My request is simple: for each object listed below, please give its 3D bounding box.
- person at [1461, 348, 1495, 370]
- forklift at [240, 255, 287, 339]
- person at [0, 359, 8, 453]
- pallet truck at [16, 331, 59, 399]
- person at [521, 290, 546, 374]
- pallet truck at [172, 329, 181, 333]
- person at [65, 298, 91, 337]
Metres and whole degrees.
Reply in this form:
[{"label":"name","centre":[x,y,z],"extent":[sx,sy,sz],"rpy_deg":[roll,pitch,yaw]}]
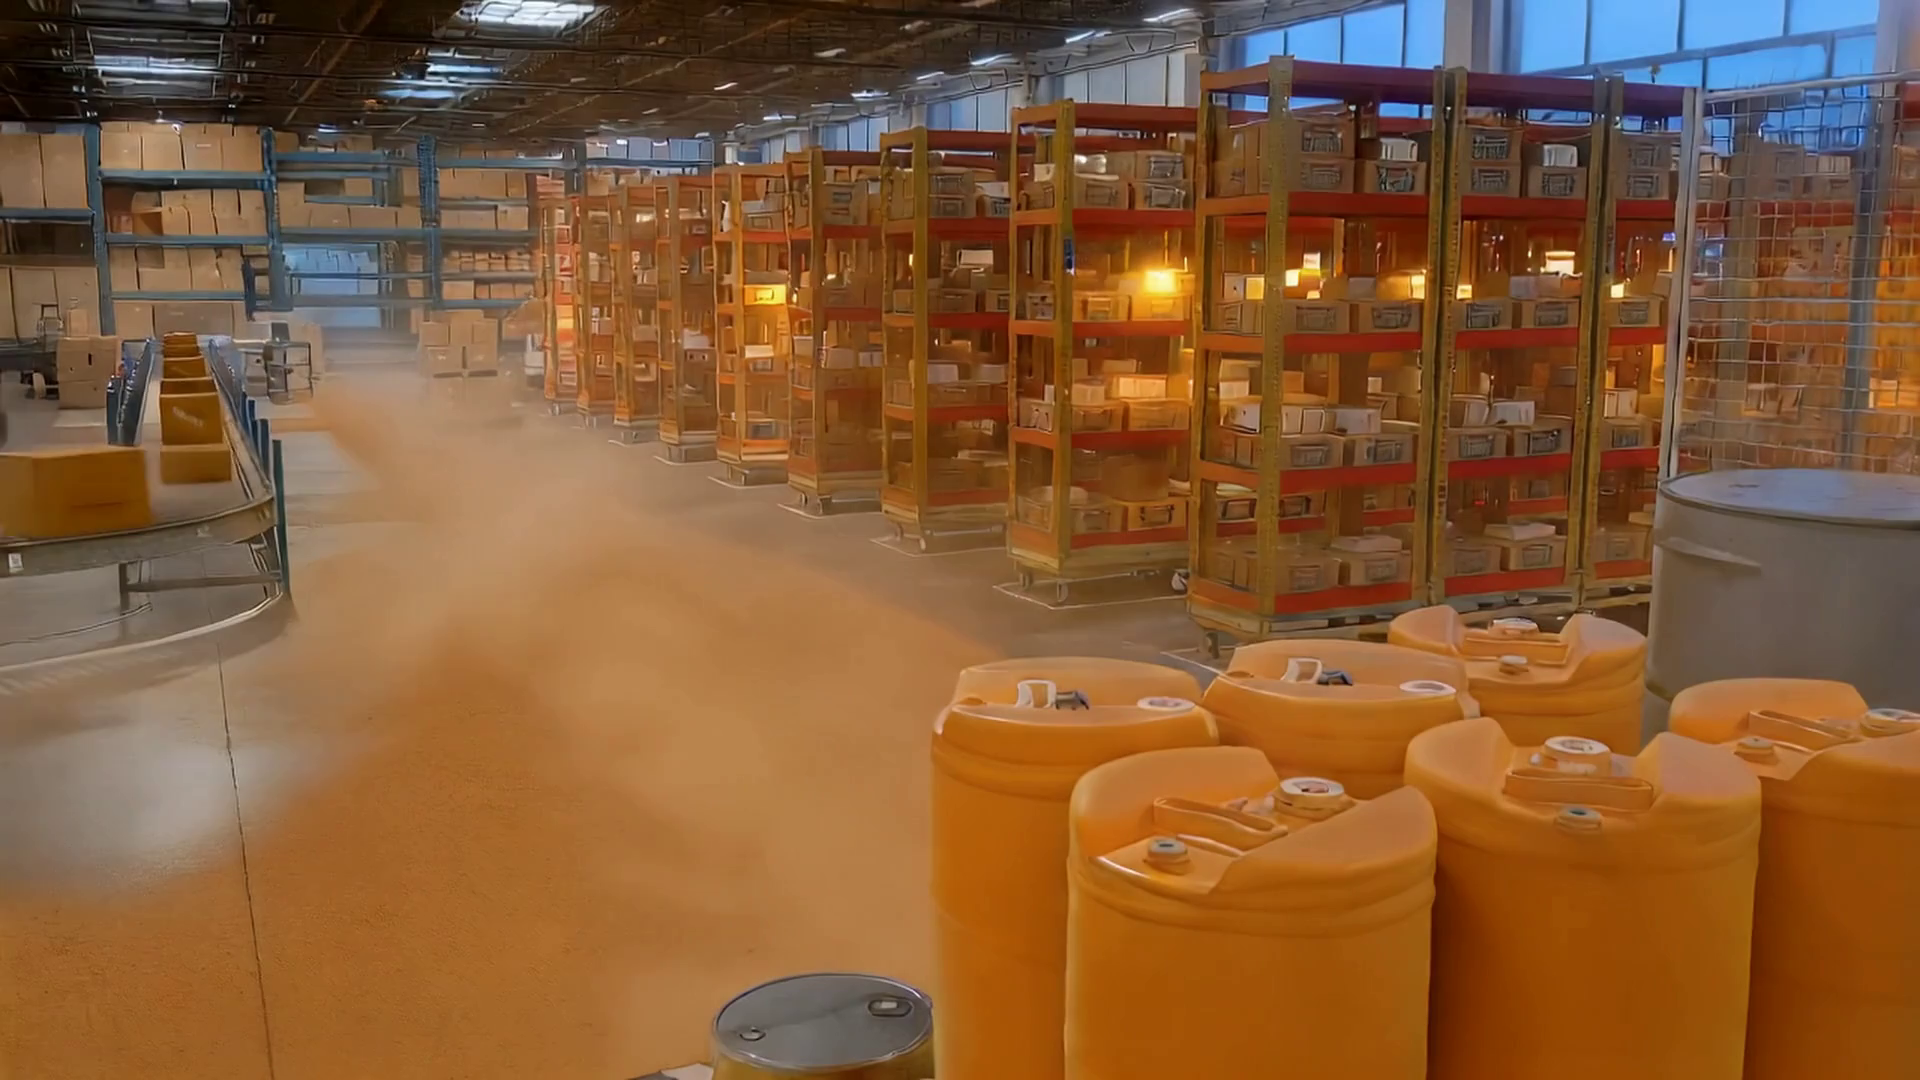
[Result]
[{"label":"person","centre":[6.094,-1.652,19.637],"extent":[0.573,1.821,0.835],"rpy_deg":[-3,10,-20]},{"label":"forklift","centre":[-16.926,-5.566,40.622],"extent":[1.129,2.768,1.873],"rpy_deg":[-6,11,-32]},{"label":"person","centre":[-11.204,-1.540,19.221],"extent":[0.647,1.720,0.442],"rpy_deg":[2,9,15]},{"label":"pallet truck","centre":[-17.082,-3.353,31.781],"extent":[1.630,1.274,0.653],"rpy_deg":[-4,10,-25]},{"label":"person","centre":[-10.079,-4.921,39.359],"extent":[0.397,1.992,0.622],"rpy_deg":[9,13,43]},{"label":"pallet truck","centre":[-17.275,-3.851,35.096],"extent":[1.601,1.201,0.680],"rpy_deg":[0,9,1]},{"label":"person","centre":[-20.242,-4.641,38.154],"extent":[0.403,1.823,0.586],"rpy_deg":[5,11,30]}]
